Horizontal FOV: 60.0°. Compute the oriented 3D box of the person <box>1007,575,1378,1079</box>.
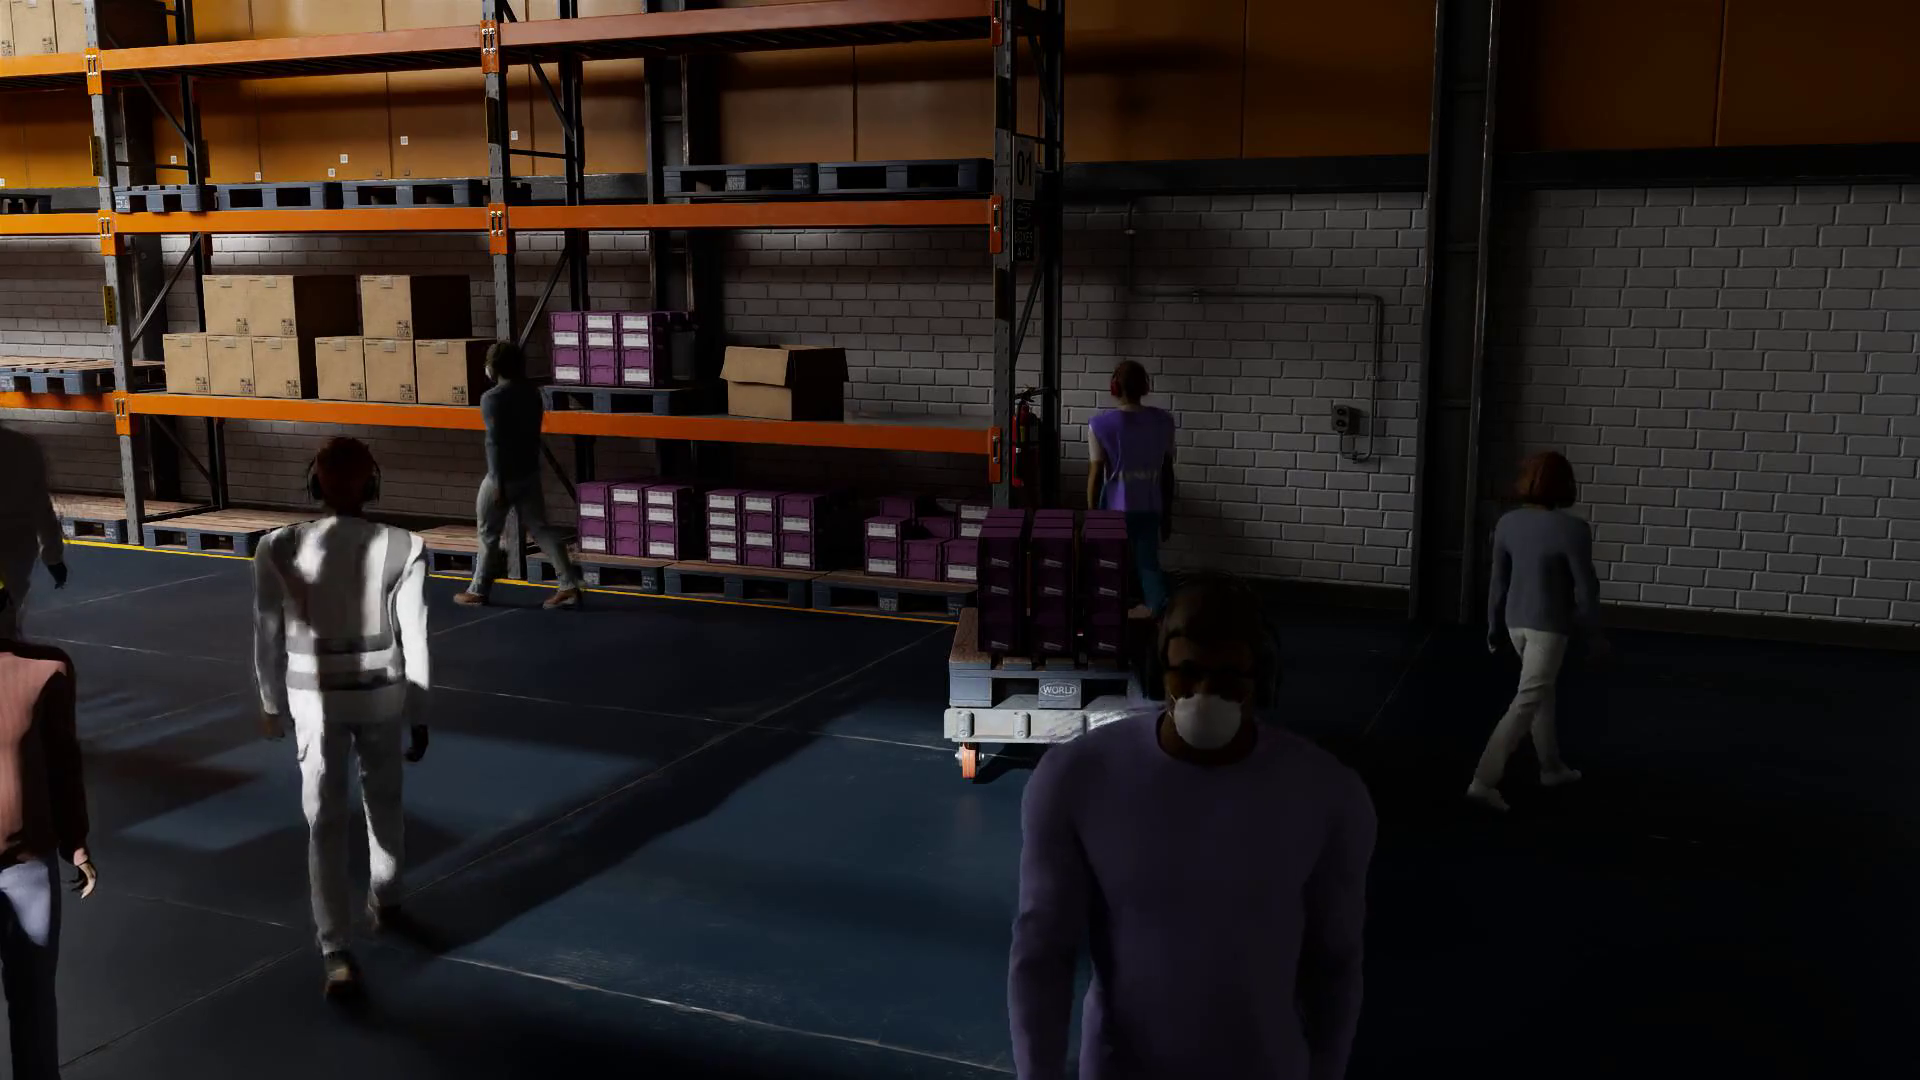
[{"bbox_3d":[0.426,0.977,3.079,0.632,1.902,0.985,2,10,11],"label":"person"}]

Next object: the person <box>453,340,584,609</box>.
[{"bbox_3d":[-3.079,-0.441,11.573,1.003,1.896,0.646,4,10,21],"label":"person"}]

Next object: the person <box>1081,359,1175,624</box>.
[{"bbox_3d":[1.030,-0.171,10.126,0.568,1.856,0.411,-3,10,-18],"label":"person"}]

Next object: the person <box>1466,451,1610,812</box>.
[{"bbox_3d":[2.558,0.397,7.429,0.848,1.593,0.507,-5,11,-27],"label":"person"}]

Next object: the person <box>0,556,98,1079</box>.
[{"bbox_3d":[-2.508,0.836,4.284,0.324,1.769,0.523,9,13,42],"label":"person"}]

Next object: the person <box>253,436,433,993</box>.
[{"bbox_3d":[-2.092,0.571,5.682,0.582,1.848,0.961,-4,10,-21],"label":"person"}]

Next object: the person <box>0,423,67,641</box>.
[{"bbox_3d":[-4.935,0.118,8.293,0.886,1.864,0.673,3,10,20],"label":"person"}]
